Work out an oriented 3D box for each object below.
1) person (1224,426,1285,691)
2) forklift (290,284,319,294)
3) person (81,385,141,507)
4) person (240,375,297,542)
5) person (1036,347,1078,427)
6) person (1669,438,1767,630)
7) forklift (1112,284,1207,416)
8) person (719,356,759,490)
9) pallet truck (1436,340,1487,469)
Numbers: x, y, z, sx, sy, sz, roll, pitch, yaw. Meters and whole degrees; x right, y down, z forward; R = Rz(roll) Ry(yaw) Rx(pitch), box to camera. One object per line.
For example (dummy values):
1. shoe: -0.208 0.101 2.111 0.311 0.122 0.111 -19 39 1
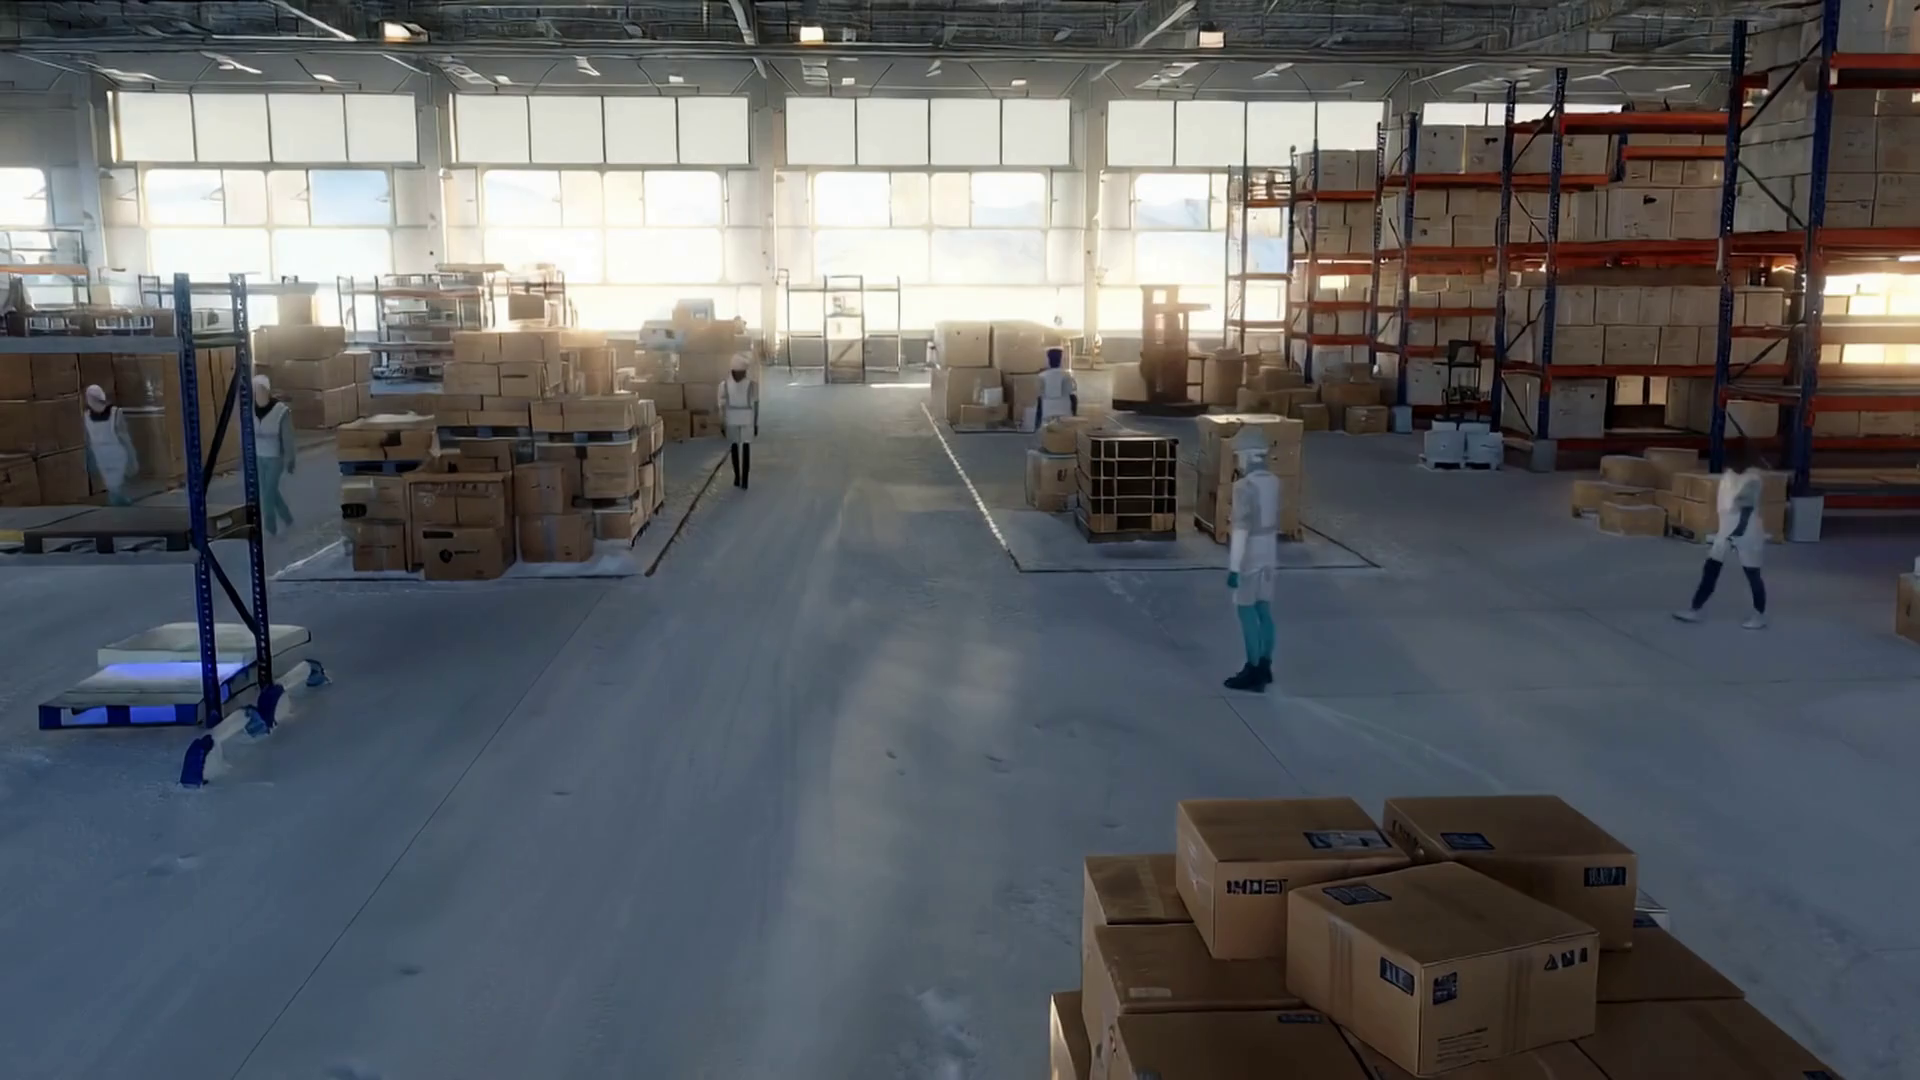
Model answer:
1. person: 2.125 0.130 12.176 0.372 1.936 0.551 8 12 41
2. forklift: -15.072 -4.525 38.444 1.873 2.768 1.129 -1 9 -4
3. person: -9.821 -0.914 19.249 0.581 1.783 0.971 0 9 2
4. person: -7.841 -0.928 18.906 0.599 1.901 0.447 4 10 24
5. person: 1.460 -1.950 25.208 0.633 1.942 0.835 4 10 25
6. person: 6.533 -0.041 14.123 0.826 1.647 0.533 -2 9 -14
7. forklift: 4.323 -4.160 36.151 1.129 2.768 1.873 -8 12 -41
8. person: -3.130 -1.658 23.574 0.553 1.879 1.032 -1 9 -3
9. pallet truck: 8.004 -2.170 26.422 0.823 1.965 1.885 2 9 14
